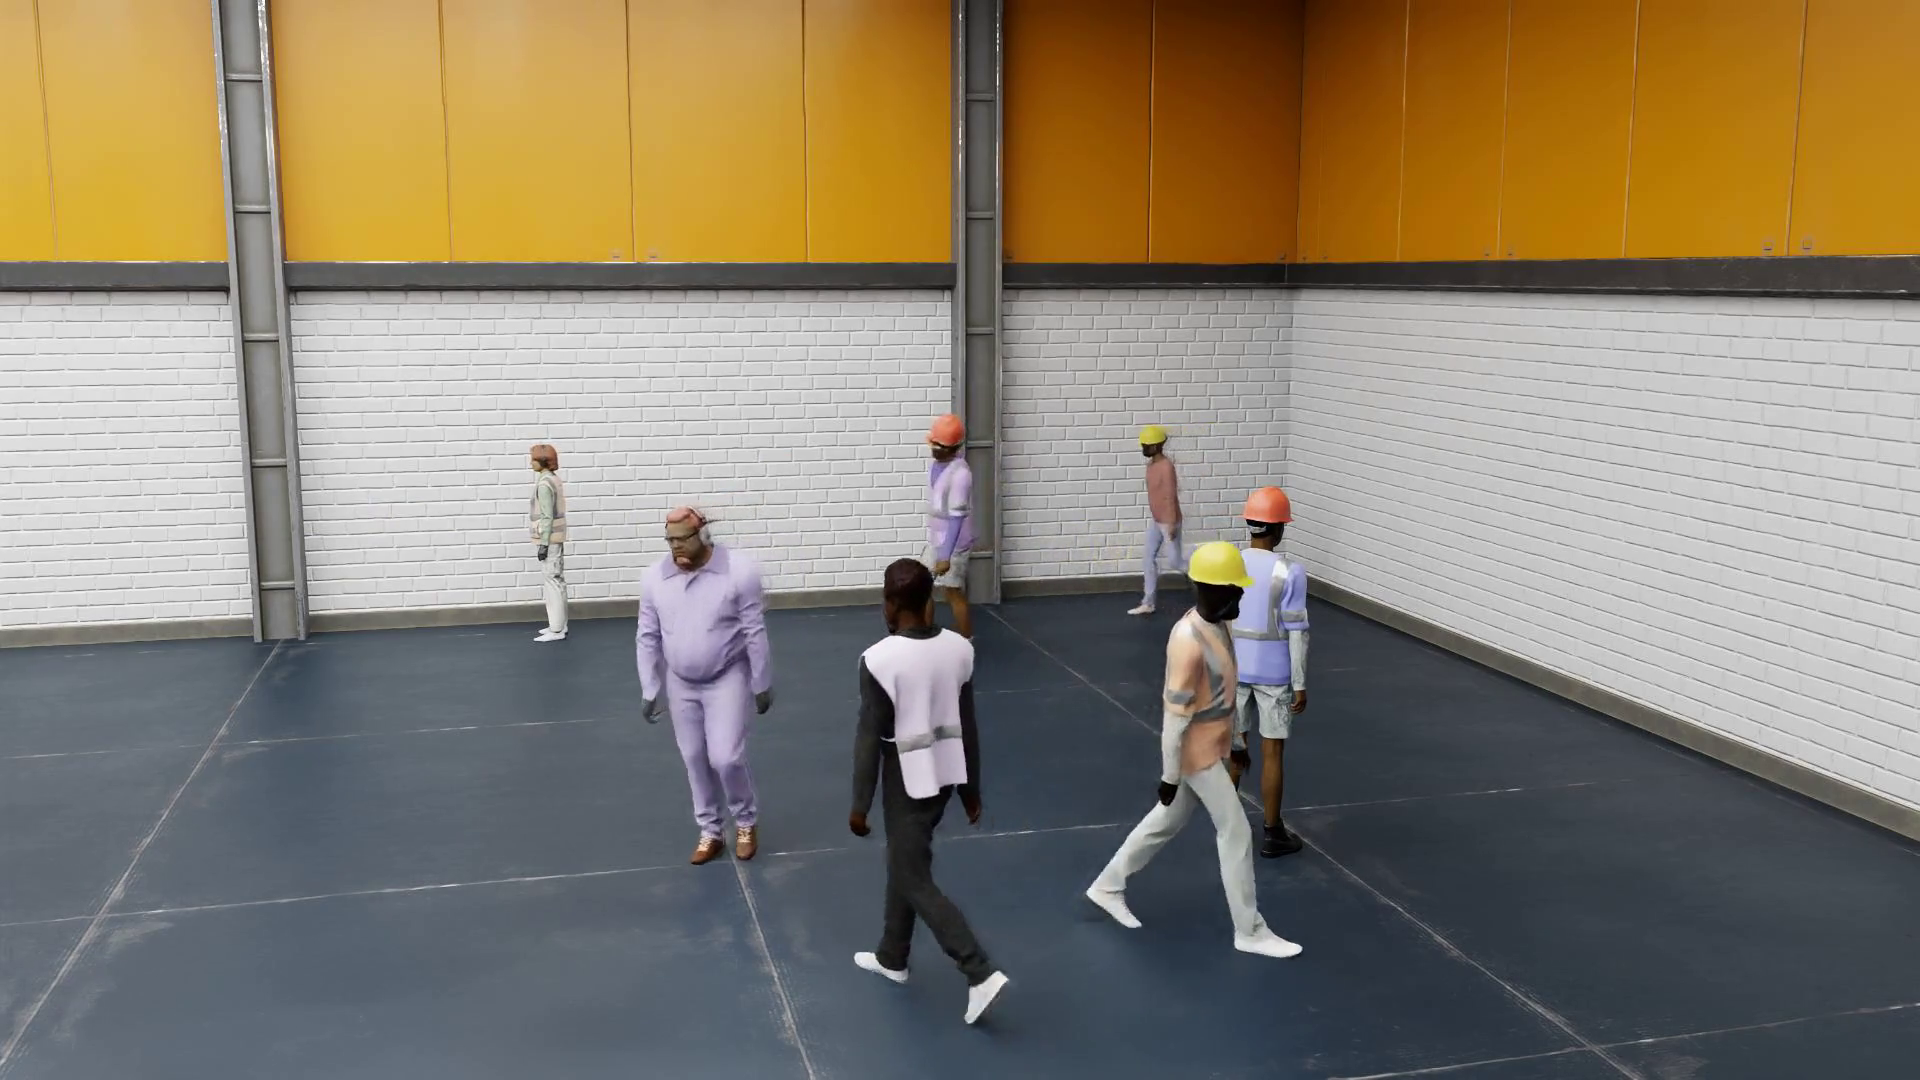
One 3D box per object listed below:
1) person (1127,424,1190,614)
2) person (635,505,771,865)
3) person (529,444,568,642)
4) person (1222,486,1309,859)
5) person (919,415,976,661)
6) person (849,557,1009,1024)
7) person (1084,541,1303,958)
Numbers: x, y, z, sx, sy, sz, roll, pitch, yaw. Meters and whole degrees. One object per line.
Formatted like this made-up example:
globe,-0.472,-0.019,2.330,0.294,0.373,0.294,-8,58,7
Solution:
person,1.913,-0.184,14.786,0.778,1.723,0.552,-3,9,-15
person,-1.312,0.744,8.493,0.663,1.882,0.463,2,9,14
person,-3.401,0.022,13.759,0.307,1.637,0.525,-1,9,-5
person,1.573,0.683,8.704,0.551,1.935,0.375,7,11,36
person,-0.133,0.016,12.722,0.696,1.977,0.697,-5,10,-29
person,-0.124,1.015,6.848,0.913,1.878,0.589,8,12,42
person,1.025,0.913,7.478,0.998,1.880,0.583,3,9,16
